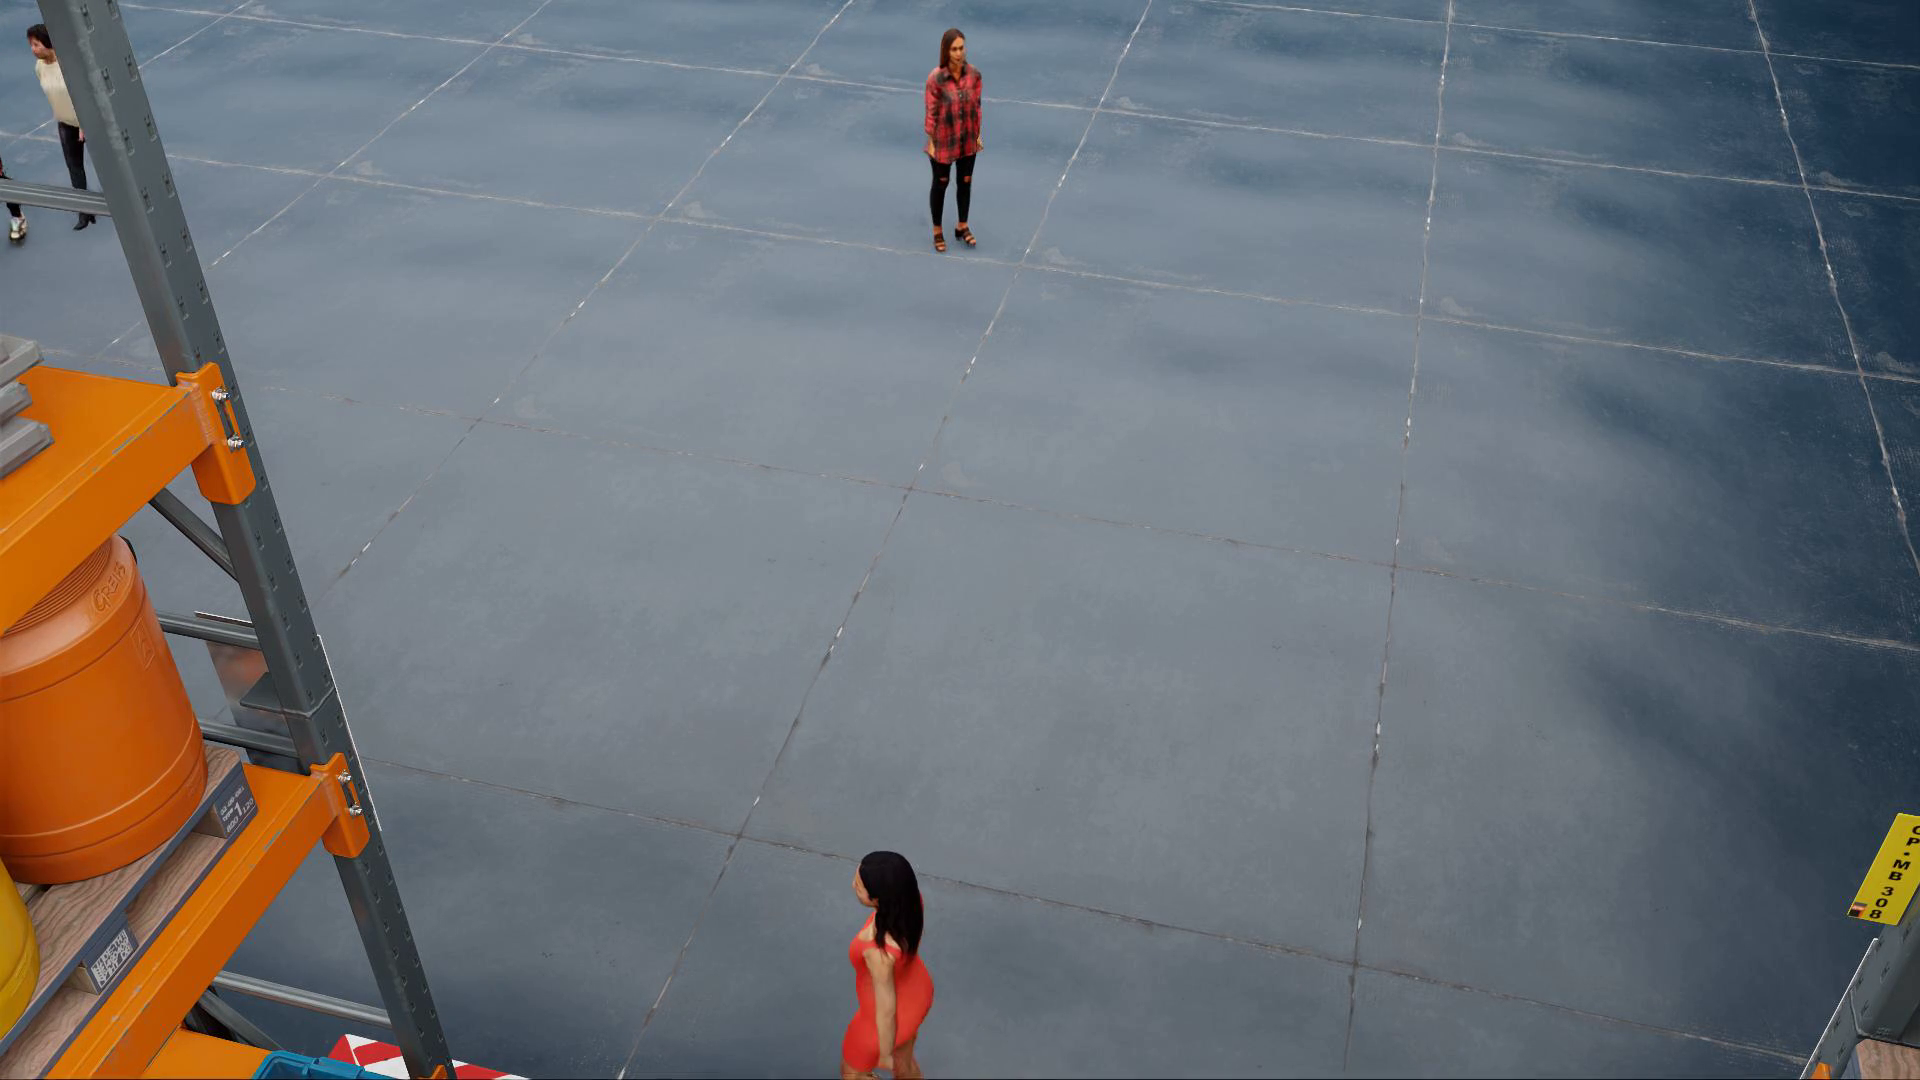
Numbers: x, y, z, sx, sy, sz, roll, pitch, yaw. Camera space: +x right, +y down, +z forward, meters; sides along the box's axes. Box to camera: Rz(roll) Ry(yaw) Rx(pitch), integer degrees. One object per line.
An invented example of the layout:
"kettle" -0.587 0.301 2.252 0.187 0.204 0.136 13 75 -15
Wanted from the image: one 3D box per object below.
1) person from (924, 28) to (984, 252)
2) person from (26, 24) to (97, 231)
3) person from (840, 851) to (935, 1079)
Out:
"person" -0.050 -3.023 12.553 0.700 1.703 0.742 -16 41 -19
"person" -6.821 -3.271 13.001 0.631 1.543 1.015 7 39 9
"person" -0.175 1.814 6.368 0.655 1.706 0.568 11 39 14
